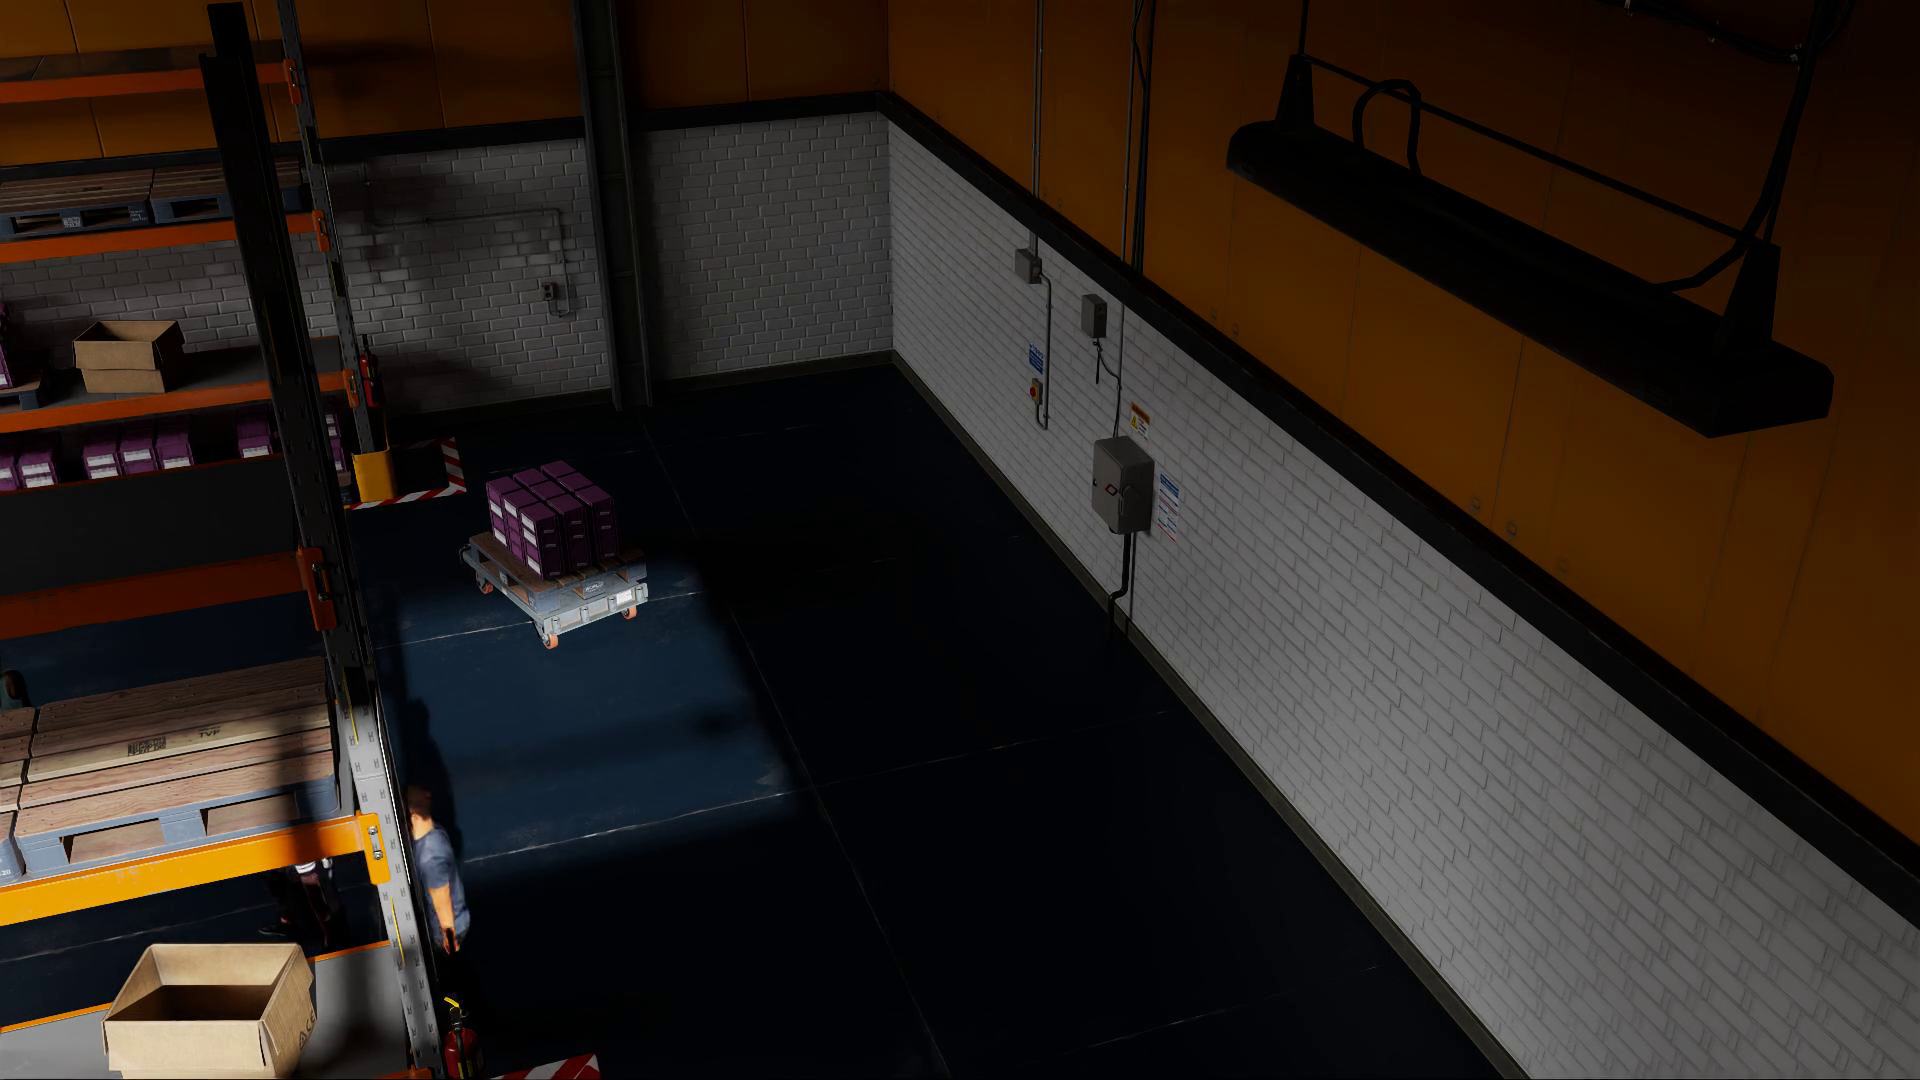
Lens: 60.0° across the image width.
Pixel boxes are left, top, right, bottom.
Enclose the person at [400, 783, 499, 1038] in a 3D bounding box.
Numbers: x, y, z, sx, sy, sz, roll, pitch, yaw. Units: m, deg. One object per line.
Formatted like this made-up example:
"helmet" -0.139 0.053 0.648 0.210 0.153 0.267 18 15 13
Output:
"person" -2.824 2.109 9.387 0.626 1.801 0.676 -11 31 -20
